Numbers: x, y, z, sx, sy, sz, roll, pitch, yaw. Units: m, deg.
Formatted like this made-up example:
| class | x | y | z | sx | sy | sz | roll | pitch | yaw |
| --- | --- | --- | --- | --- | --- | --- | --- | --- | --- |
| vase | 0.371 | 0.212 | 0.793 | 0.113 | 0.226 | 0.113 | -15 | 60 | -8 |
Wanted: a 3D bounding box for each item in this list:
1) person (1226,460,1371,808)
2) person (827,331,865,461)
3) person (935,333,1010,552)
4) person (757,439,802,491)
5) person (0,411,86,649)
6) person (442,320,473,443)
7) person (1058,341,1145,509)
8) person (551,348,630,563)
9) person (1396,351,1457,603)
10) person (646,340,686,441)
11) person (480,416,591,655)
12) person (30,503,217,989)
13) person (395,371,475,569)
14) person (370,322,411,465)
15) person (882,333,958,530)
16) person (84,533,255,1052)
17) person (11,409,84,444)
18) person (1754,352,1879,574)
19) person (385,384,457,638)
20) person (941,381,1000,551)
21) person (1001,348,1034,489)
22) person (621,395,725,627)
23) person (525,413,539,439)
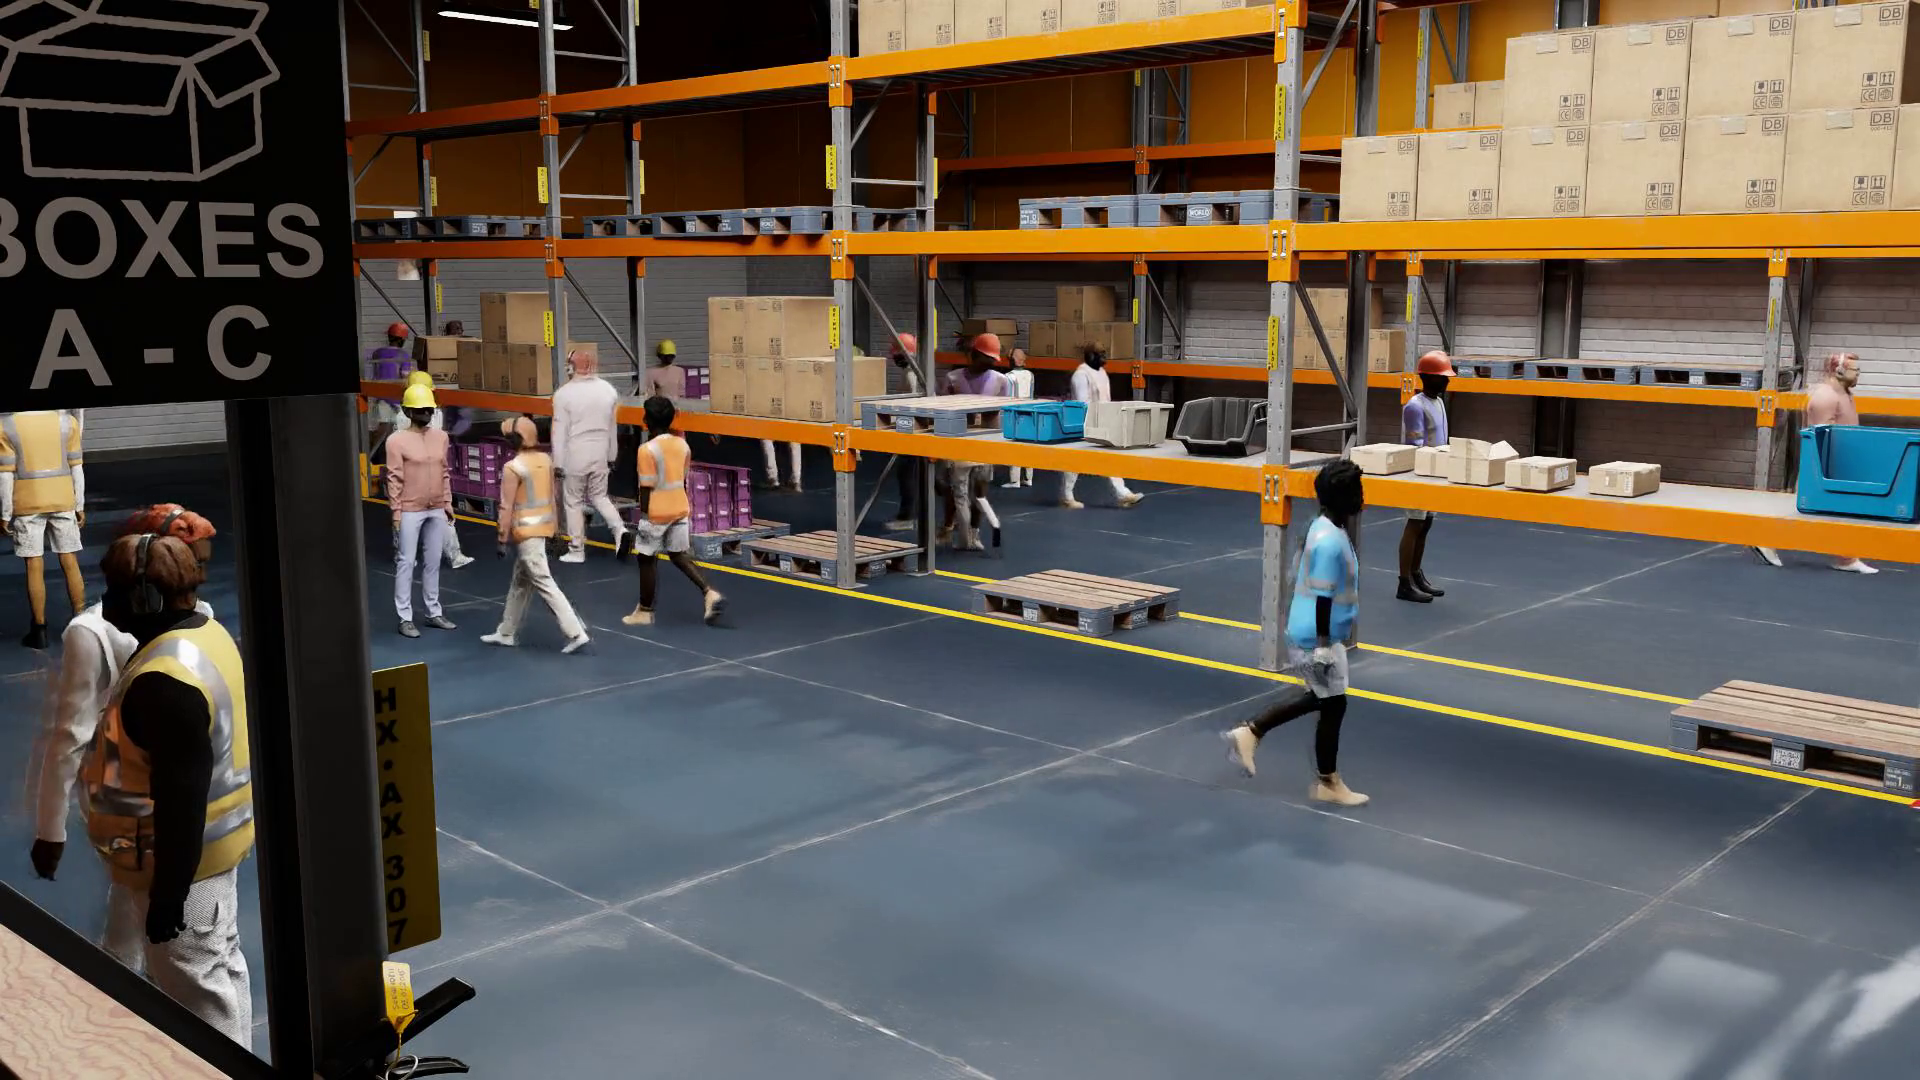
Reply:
| class | x | y | z | sx | sy | sz | roll | pitch | yaw |
| --- | --- | --- | --- | --- | --- | --- | --- | --- | --- |
| person | 1.637 | 0.442 | 7.943 | 0.630 | 1.676 | 0.545 | 2 | 10 | 14 |
| person | -1.577 | -1.984 | 22.408 | 0.623 | 1.808 | 0.897 | -3 | 10 | -17 |
| person | 0.128 | -0.865 | 14.959 | 0.652 | 1.993 | 0.527 | 0 | 9 | -2 |
| person | -2.092 | -1.549 | 19.207 | 0.682 | 1.968 | 0.660 | 8 | 13 | 42 |
| person | -6.216 | -0.233 | 11.254 | 0.542 | 1.939 | 0.365 | -8 | 12 | -42 |
| person | -6.694 | -1.935 | 21.851 | 0.658 | 1.893 | 0.542 | 5 | 11 | 29 |
| person | 1.468 | -1.200 | 17.627 | 0.954 | 1.792 | 0.655 | 6 | 11 | 32 |
| person | -3.201 | -0.708 | 14.360 | 0.646 | 1.888 | 0.649 | 9 | 13 | 43 |
| person | 3.618 | -0.492 | 12.845 | 0.375 | 1.935 | 0.550 | 6 | 11 | 34 |
| person | -3.389 | -1.452 | 19.335 | 0.540 | 1.734 | 0.773 | -6 | 11 | -32 |
| person | -2.837 | -0.031 | 11.056 | 0.861 | 1.592 | 0.523 | 3 | 10 | 15 |
| person | -2.420 | 0.818 | 5.090 | 0.839 | 1.843 | 0.655 | 2 | 9 | 11 |
| person | -4.556 | -0.586 | 14.152 | 0.914 | 1.687 | 0.507 | 7 | 11 | 35 |
| person | -7.253 | -1.817 | 21.153 | 0.561 | 1.895 | 0.880 | 1 | 9 | 9 |
| person | -0.318 | -1.041 | 16.214 | 0.810 | 1.942 | 0.719 | 0 | 9 | -3 |
| person | -2.199 | 0.889 | 4.671 | 0.429 | 1.841 | 0.633 | -3 | 10 | -17 |
| person | -9.237 | -1.119 | 16.881 | 0.635 | 1.897 | 1.032 | -3 | 10 | -20 |
| person | 7.291 | -0.660 | 14.086 | 0.644 | 1.873 | 0.900 | -9 | 13 | -43 |
| person | -3.754 | -0.210 | 11.640 | 0.329 | 1.767 | 0.528 | 6 | 11 | 34 |
| person | 0.098 | -0.676 | 14.940 | 0.569 | 1.611 | 0.520 | -6 | 11 | -33 |
| person | 0.672 | -1.412 | 19.404 | 0.309 | 1.636 | 0.522 | 8 | 12 | 42 |
| person | -2.066 | -0.190 | 11.794 | 0.730 | 1.676 | 0.545 | 5 | 10 | 27 |
| person | -6.274 | -2.487 | 25.125 | 0.630 | 1.917 | 0.991 | 4 | 10 | 24 |
